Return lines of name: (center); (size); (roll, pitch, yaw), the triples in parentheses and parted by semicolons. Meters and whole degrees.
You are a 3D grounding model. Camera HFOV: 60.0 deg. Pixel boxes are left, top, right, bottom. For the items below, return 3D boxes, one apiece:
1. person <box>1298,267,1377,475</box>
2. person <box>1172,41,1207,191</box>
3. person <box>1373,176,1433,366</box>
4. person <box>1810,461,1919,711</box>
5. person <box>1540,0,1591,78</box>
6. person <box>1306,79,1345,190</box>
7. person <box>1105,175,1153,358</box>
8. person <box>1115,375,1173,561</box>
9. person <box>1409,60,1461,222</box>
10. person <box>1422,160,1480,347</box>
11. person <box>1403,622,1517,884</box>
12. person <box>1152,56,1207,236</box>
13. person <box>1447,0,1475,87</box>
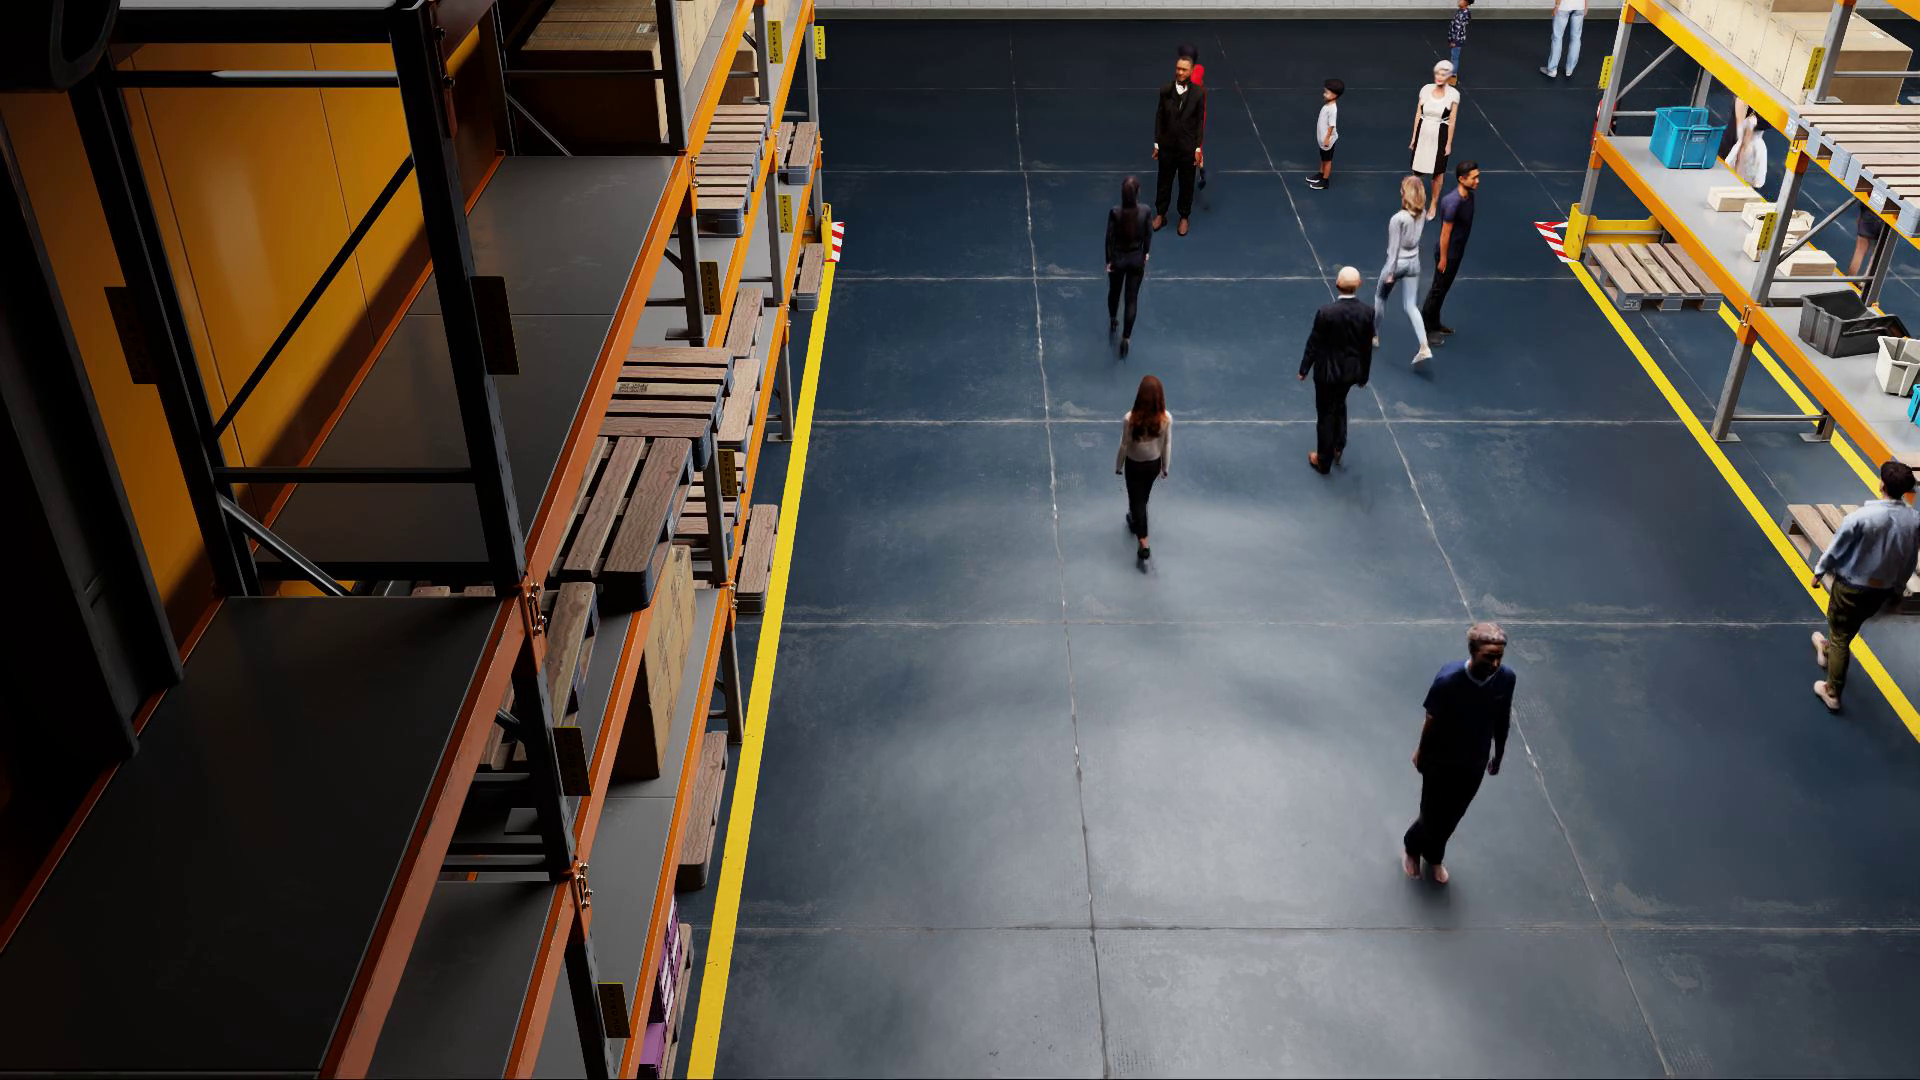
person: (3.088, -1.329, 13.520); (0.736, 1.786, 0.702); (-7, 34, -10)
person: (2.597, -4.687, 18.631); (0.813, 1.721, 0.957); (-14, 36, -19)
person: (4.106, -2.431, 15.203); (0.987, 1.758, 1.260); (-16, 37, -23)
person: (5.990, 0.340, 11.007); (0.711, 1.788, 0.974); (2, 34, 3)
person: (8.156, -7.133, 22.180); (0.695, 1.866, 0.594); (-4, 34, -5)
person: (4.202, -4.652, 18.995); (0.541, 1.259, 0.424); (-1, 34, -1)
person: (1.553, -2.505, 15.390); (0.598, 1.675, 0.927); (2, 34, 3)
person: (1.397, -0.524, 12.609); (0.628, 1.455, 0.987); (-4, 34, -6)
person: (5.151, -4.356, 18.106); (0.689, 1.751, 0.712); (21, 39, 28)
person: (4.594, -2.718, 15.606); (0.781, 1.790, 0.669); (21, 39, 28)
person: (2.846, 1.193, 9.660); (0.715, 1.860, 0.671); (-5, 34, -7)
person: (2.337, -4.229, 17.777); (0.769, 1.904, 0.740); (11, 35, 16)
person: (6.598, -6.681, 22.057); (0.630, 1.251, 0.536); (13, 36, 19)
